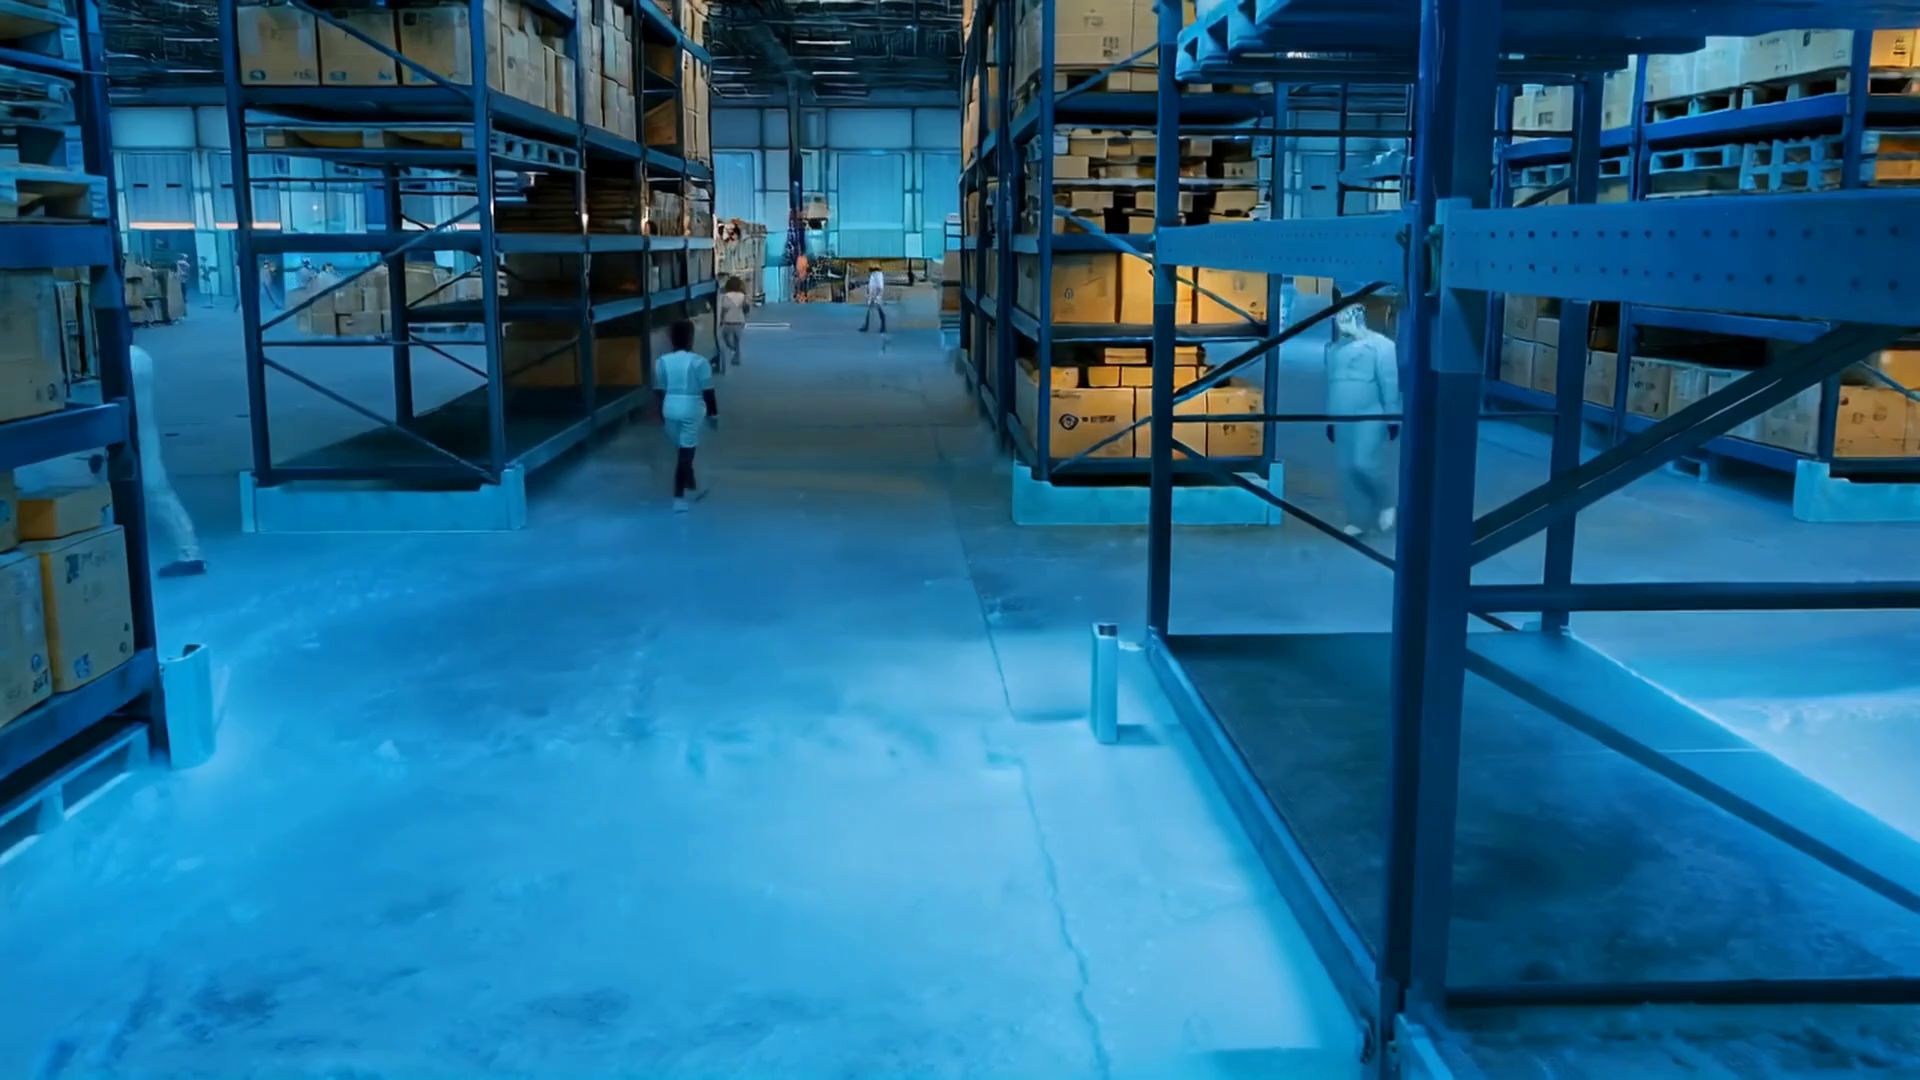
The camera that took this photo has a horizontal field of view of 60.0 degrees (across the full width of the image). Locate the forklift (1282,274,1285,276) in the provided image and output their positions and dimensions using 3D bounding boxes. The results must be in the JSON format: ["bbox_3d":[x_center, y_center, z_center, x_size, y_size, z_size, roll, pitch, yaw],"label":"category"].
[{"bbox_3d":[12.269,-10.158,61.708,1.129,2.768,1.873,0,10,-2],"label":"forklift"}]

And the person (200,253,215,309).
[{"bbox_3d":[-26.335,-9.068,58.237,0.406,1.948,0.605,-4,11,-22],"label":"person"}]

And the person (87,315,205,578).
[{"bbox_3d":[-5.785,-0.637,11.433,1.029,1.879,0.630,-6,12,-31],"label":"person"}]

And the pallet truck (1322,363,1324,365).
[{"bbox_3d":[7.712,-4.157,30.737,1.885,1.965,0.823,3,11,16],"label":"pallet truck"}]

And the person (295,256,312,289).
[{"bbox_3d":[-20.075,-7.725,50.877,0.692,1.904,0.599,4,11,24],"label":"person"}]

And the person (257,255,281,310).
[{"bbox_3d":[-23.789,-8.786,56.879,0.999,1.866,0.607,-3,10,-14],"label":"person"}]

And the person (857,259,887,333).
[{"bbox_3d":[-2.217,-6.255,42.735,0.987,1.879,0.562,8,13,36],"label":"person"}]

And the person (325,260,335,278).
[{"bbox_3d":[-21.888,-8.897,57.956,0.865,1.708,0.492,-1,10,-4],"label":"person"}]

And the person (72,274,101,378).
[{"bbox_3d":[-14.885,-3.652,28.492,0.922,1.784,0.618,8,13,38],"label":"person"}]

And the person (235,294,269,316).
[{"bbox_3d":[-22.538,-7.980,52.660,1.007,1.788,0.617,-10,14,-44],"label":"person"}]

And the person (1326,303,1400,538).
[{"bbox_3d":[3.181,-0.946,13.197,0.474,1.875,0.686,-8,13,-38],"label":"person"}]

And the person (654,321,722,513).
[{"bbox_3d":[-2.367,-1.094,14.626,0.541,1.655,0.868,4,11,23],"label":"person"}]

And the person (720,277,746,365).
[{"bbox_3d":[-4.268,-4.135,31.489,0.536,1.687,0.517,-5,12,-28],"label":"person"}]

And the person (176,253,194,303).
[{"bbox_3d":[-29.611,-10.024,63.642,0.713,1.911,0.587,6,12,31],"label":"person"}]
